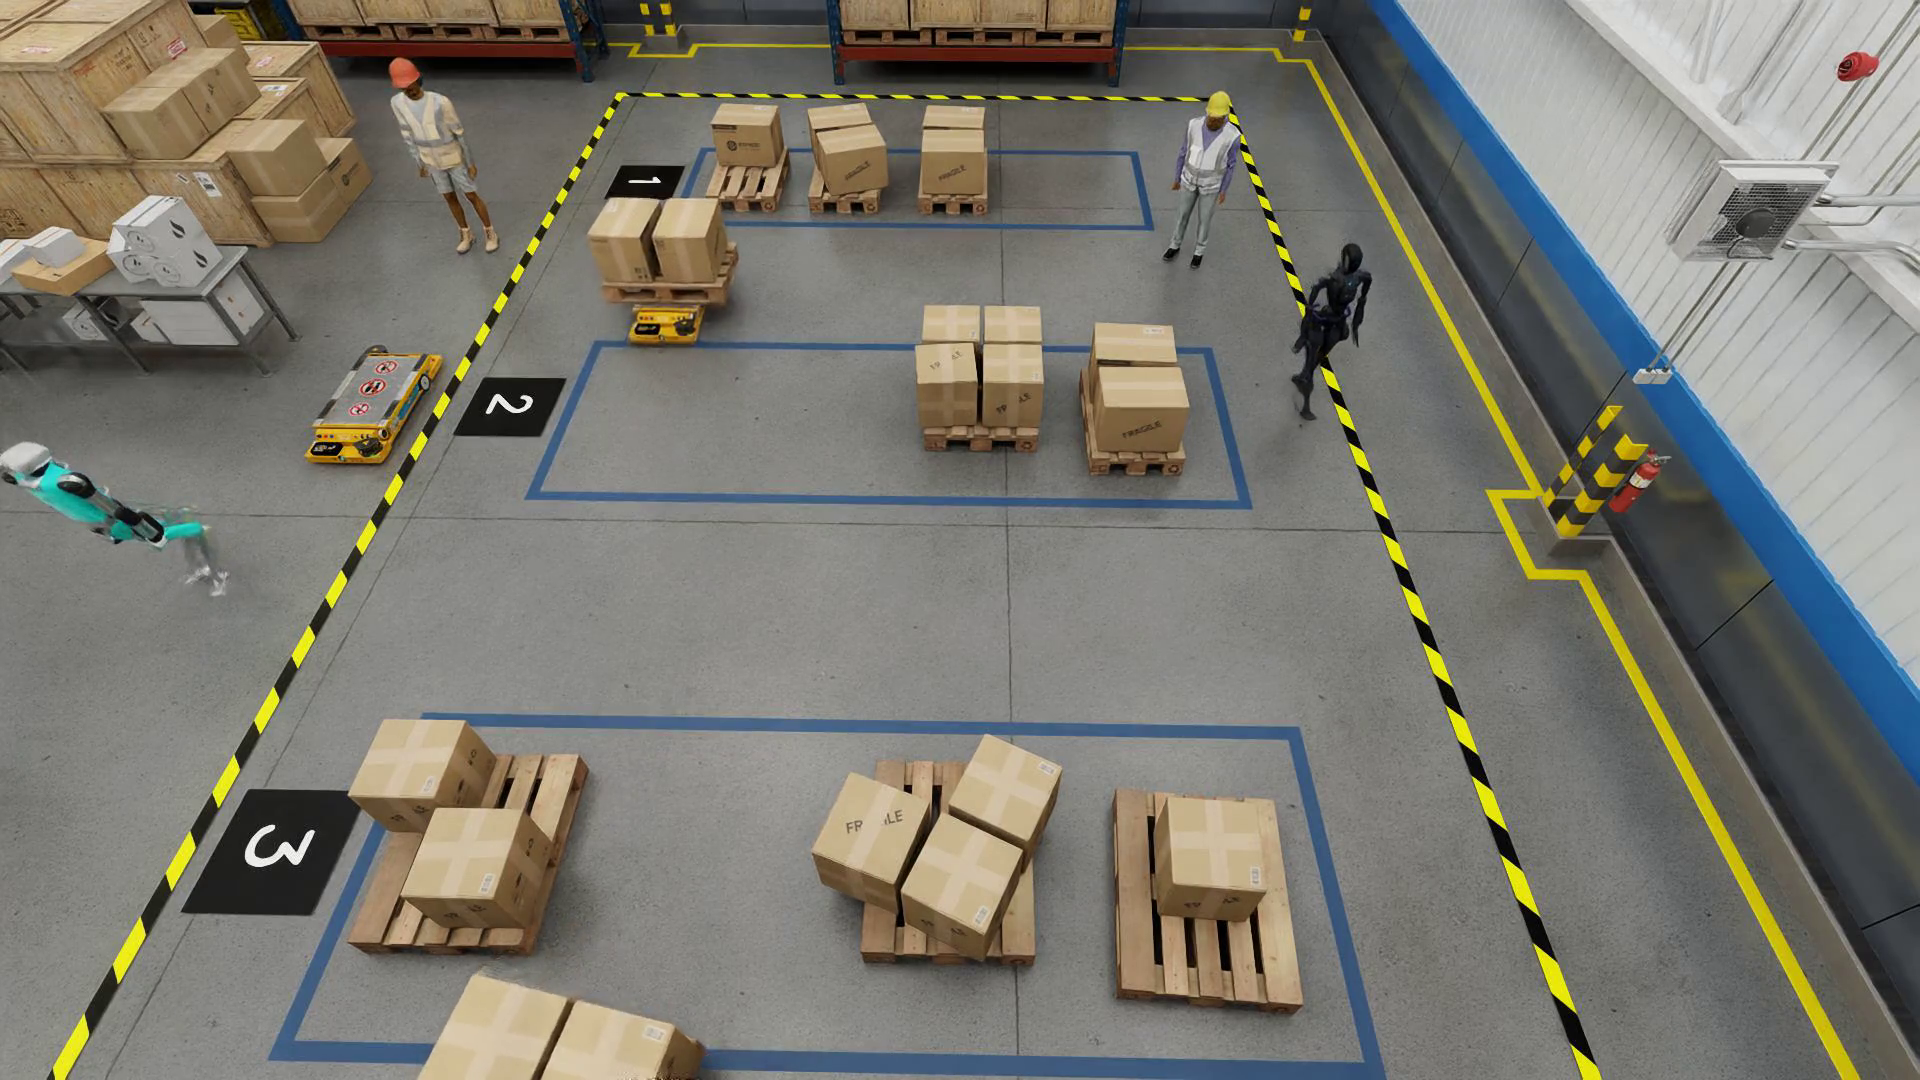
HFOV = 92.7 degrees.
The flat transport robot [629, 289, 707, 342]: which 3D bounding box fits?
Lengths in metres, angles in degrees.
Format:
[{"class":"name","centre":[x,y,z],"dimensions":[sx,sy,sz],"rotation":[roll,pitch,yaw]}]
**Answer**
[{"class":"flat transport robot","centre":[-2.951,-2.580,9.532],"dimensions":[0.652,0.197,1.431],"rotation":[1,50,1]}]

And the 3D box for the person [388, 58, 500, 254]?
[{"class":"person","centre":[-5.385,-3.948,9.547],"dimensions":[0.613,2.040,0.376],"rotation":[-2,50,-1]}]

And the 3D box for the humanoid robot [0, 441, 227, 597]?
[{"class":"humanoid robot","centre":[-5.856,-0.189,6.569],"dimensions":[0.551,1.769,0.800],"rotation":[7,50,6]}]

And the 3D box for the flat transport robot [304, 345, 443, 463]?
[{"class":"flat transport robot","centre":[-5.383,-1.269,8.441],"dimensions":[0.659,0.231,1.431],"rotation":[1,50,1]}]

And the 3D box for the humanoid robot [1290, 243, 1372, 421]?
[{"class":"humanoid robot","centre":[3.248,-1.817,8.002],"dimensions":[0.586,1.631,0.731],"rotation":[-8,50,-7]}]

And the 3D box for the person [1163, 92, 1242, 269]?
[{"class":"person","centre":[2.491,-3.700,9.473],"dimensions":[0.599,1.829,0.404],"rotation":[23,53,18]}]
